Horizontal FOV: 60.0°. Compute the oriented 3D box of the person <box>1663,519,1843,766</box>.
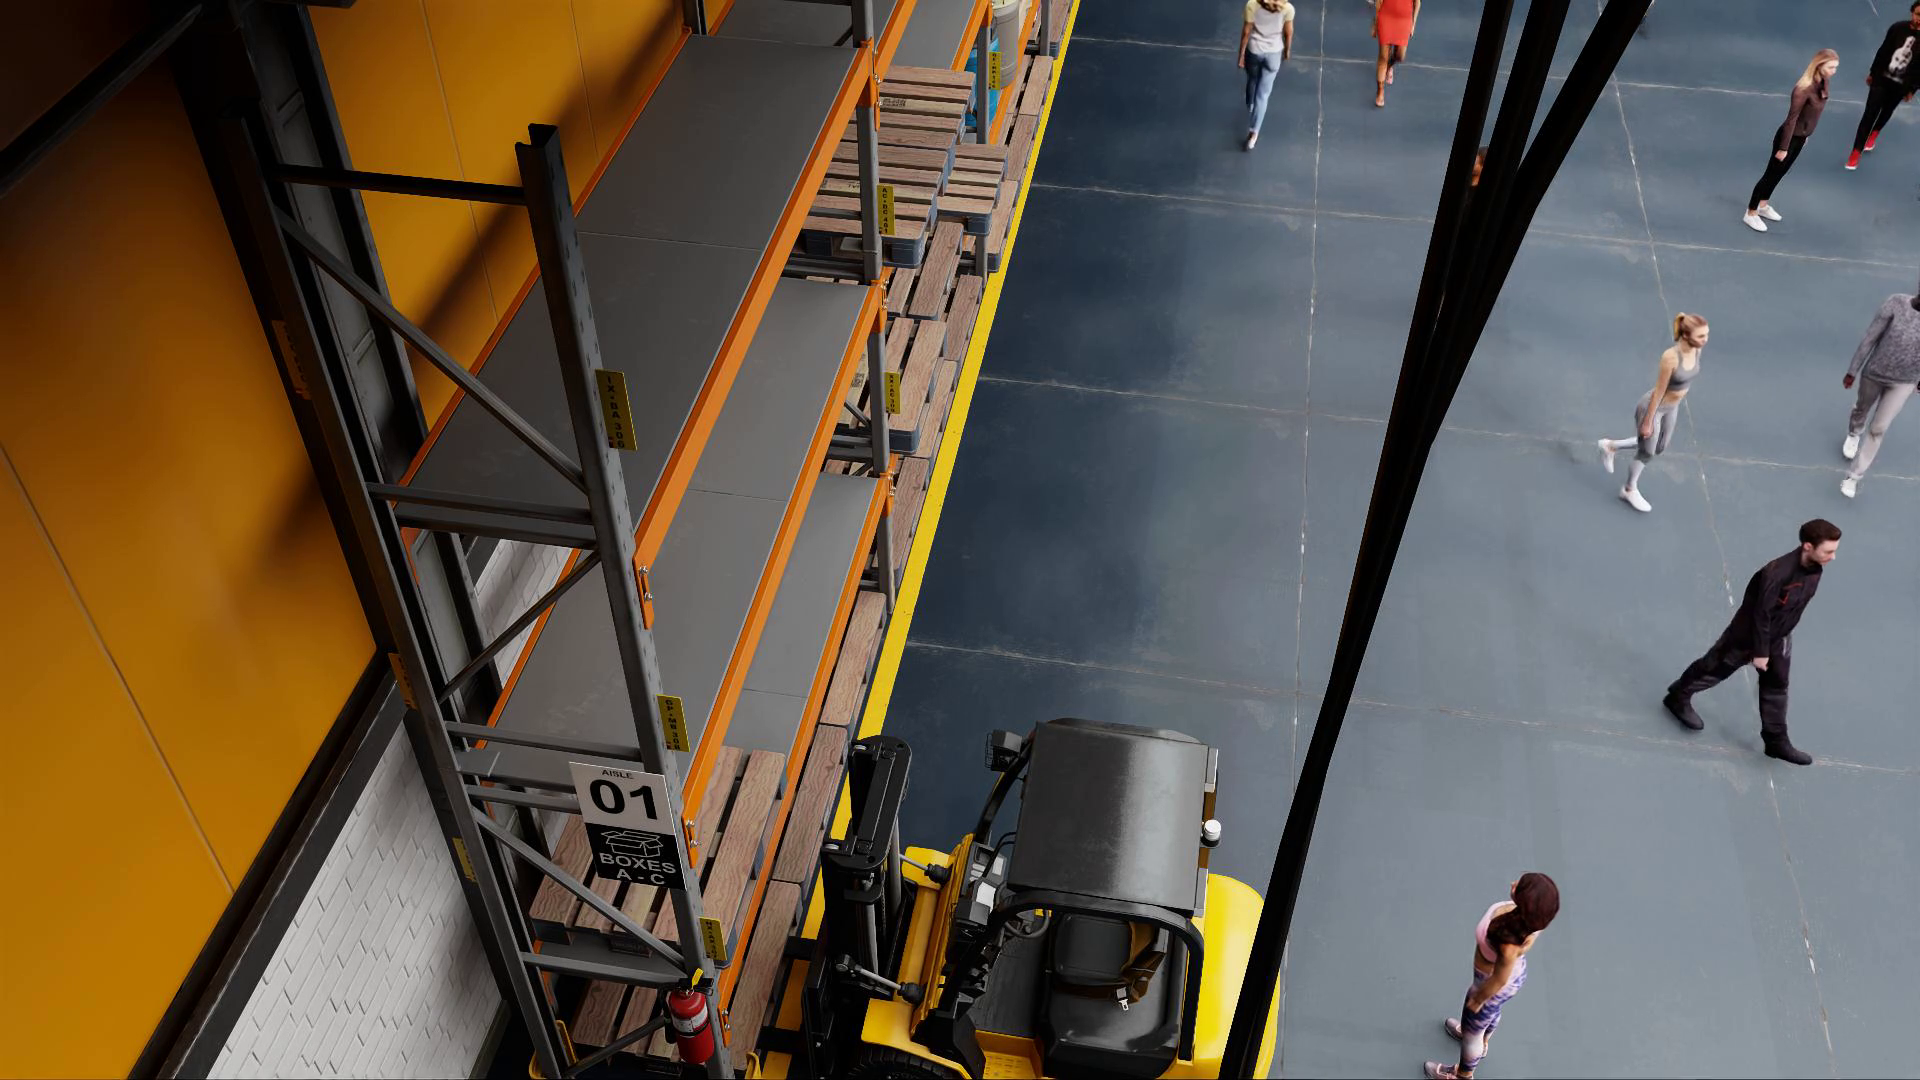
[{"bbox_3d":[4.867,0.544,10.294,1.144,1.858,1.251,-21,48,-21],"label":"person"}]

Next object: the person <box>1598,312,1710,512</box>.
[{"bbox_3d":[4.974,-0.976,12.013,0.867,1.687,0.937,-24,49,-23],"label":"person"}]

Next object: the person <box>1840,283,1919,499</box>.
[{"bbox_3d":[6.837,-1.250,12.224,0.978,1.793,1.262,22,48,21],"label":"person"}]

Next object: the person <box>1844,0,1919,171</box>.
[{"bbox_3d":[8.758,-4.319,15.564,0.884,1.630,1.164,24,48,23],"label":"person"}]

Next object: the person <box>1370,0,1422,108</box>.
[{"bbox_3d":[4.275,-5.157,16.390,0.584,1.704,0.787,6,44,6],"label":"person"}]

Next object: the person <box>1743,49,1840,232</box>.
[{"bbox_3d":[7.362,-3.563,14.718,0.649,1.702,0.734,-31,52,-28],"label":"person"}]

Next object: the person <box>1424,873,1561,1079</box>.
[{"bbox_3d":[2.760,2.252,8.567,0.739,1.767,0.627,27,50,26],"label":"person"}]

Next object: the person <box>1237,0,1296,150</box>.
[{"bbox_3d":[2.880,-4.524,15.750,0.645,1.669,1.119,7,44,7],"label":"person"}]
